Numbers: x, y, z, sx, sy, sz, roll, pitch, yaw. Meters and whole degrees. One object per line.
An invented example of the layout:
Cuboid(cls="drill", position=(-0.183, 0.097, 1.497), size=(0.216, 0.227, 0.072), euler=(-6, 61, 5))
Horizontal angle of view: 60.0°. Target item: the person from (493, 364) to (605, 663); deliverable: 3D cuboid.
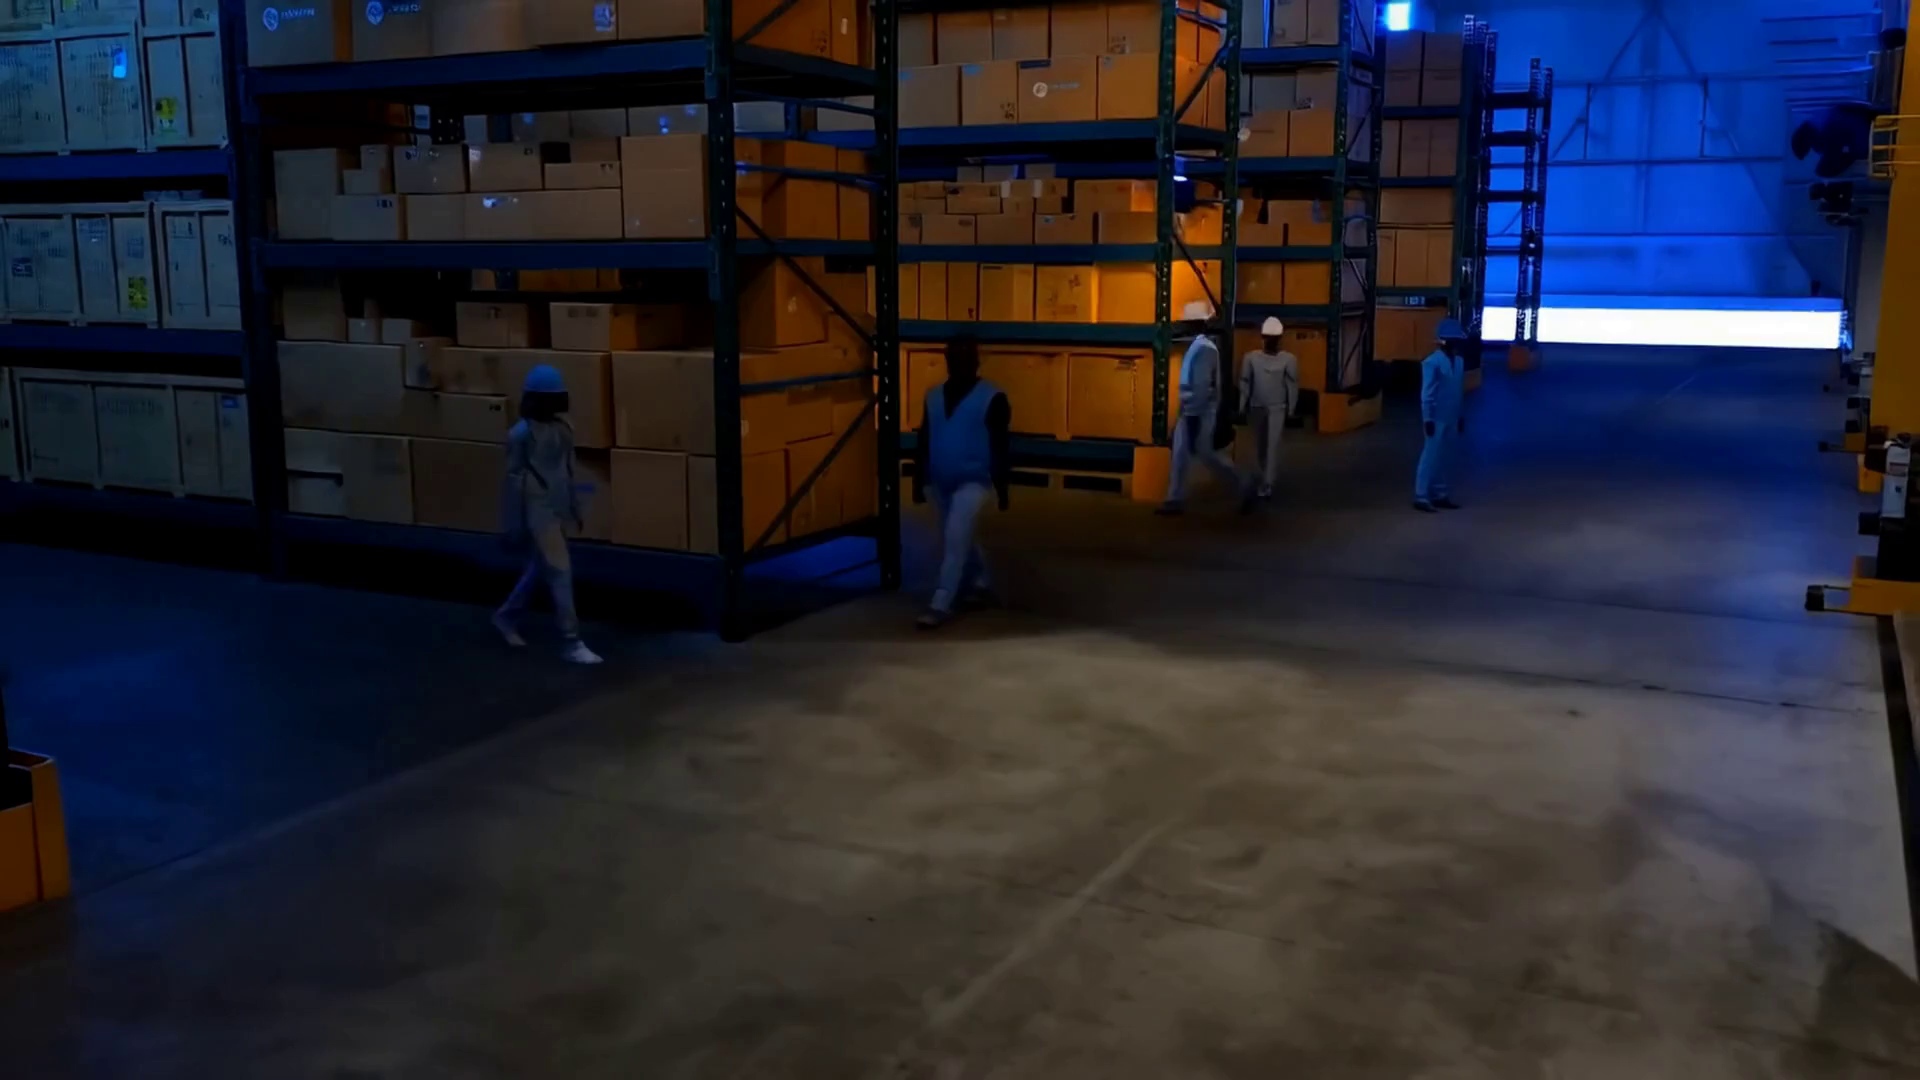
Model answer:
Cuboid(cls="person", position=(-2.423, -0.166, 9.593), size=(0.835, 1.710, 0.497), euler=(5, 11, 25))

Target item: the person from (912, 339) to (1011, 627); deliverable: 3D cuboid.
Cuboid(cls="person", position=(-0.010, -0.385, 10.640), size=(0.641, 1.793, 0.959), euler=(7, 12, 37))

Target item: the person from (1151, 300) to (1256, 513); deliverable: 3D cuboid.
Cuboid(cls="person", position=(2.194, -1.172, 14.832), size=(0.864, 1.921, 0.614), euler=(-1, 10, -4))

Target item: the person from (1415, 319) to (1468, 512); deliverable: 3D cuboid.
Cuboid(cls="person", position=(4.390, -1.124, 15.051), size=(0.567, 1.742, 0.351), euler=(-8, 13, -39))

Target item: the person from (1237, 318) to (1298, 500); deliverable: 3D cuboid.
Cuboid(cls="person", position=(2.958, -1.269, 15.965), size=(0.524, 1.724, 0.895), euler=(5, 11, 27))
